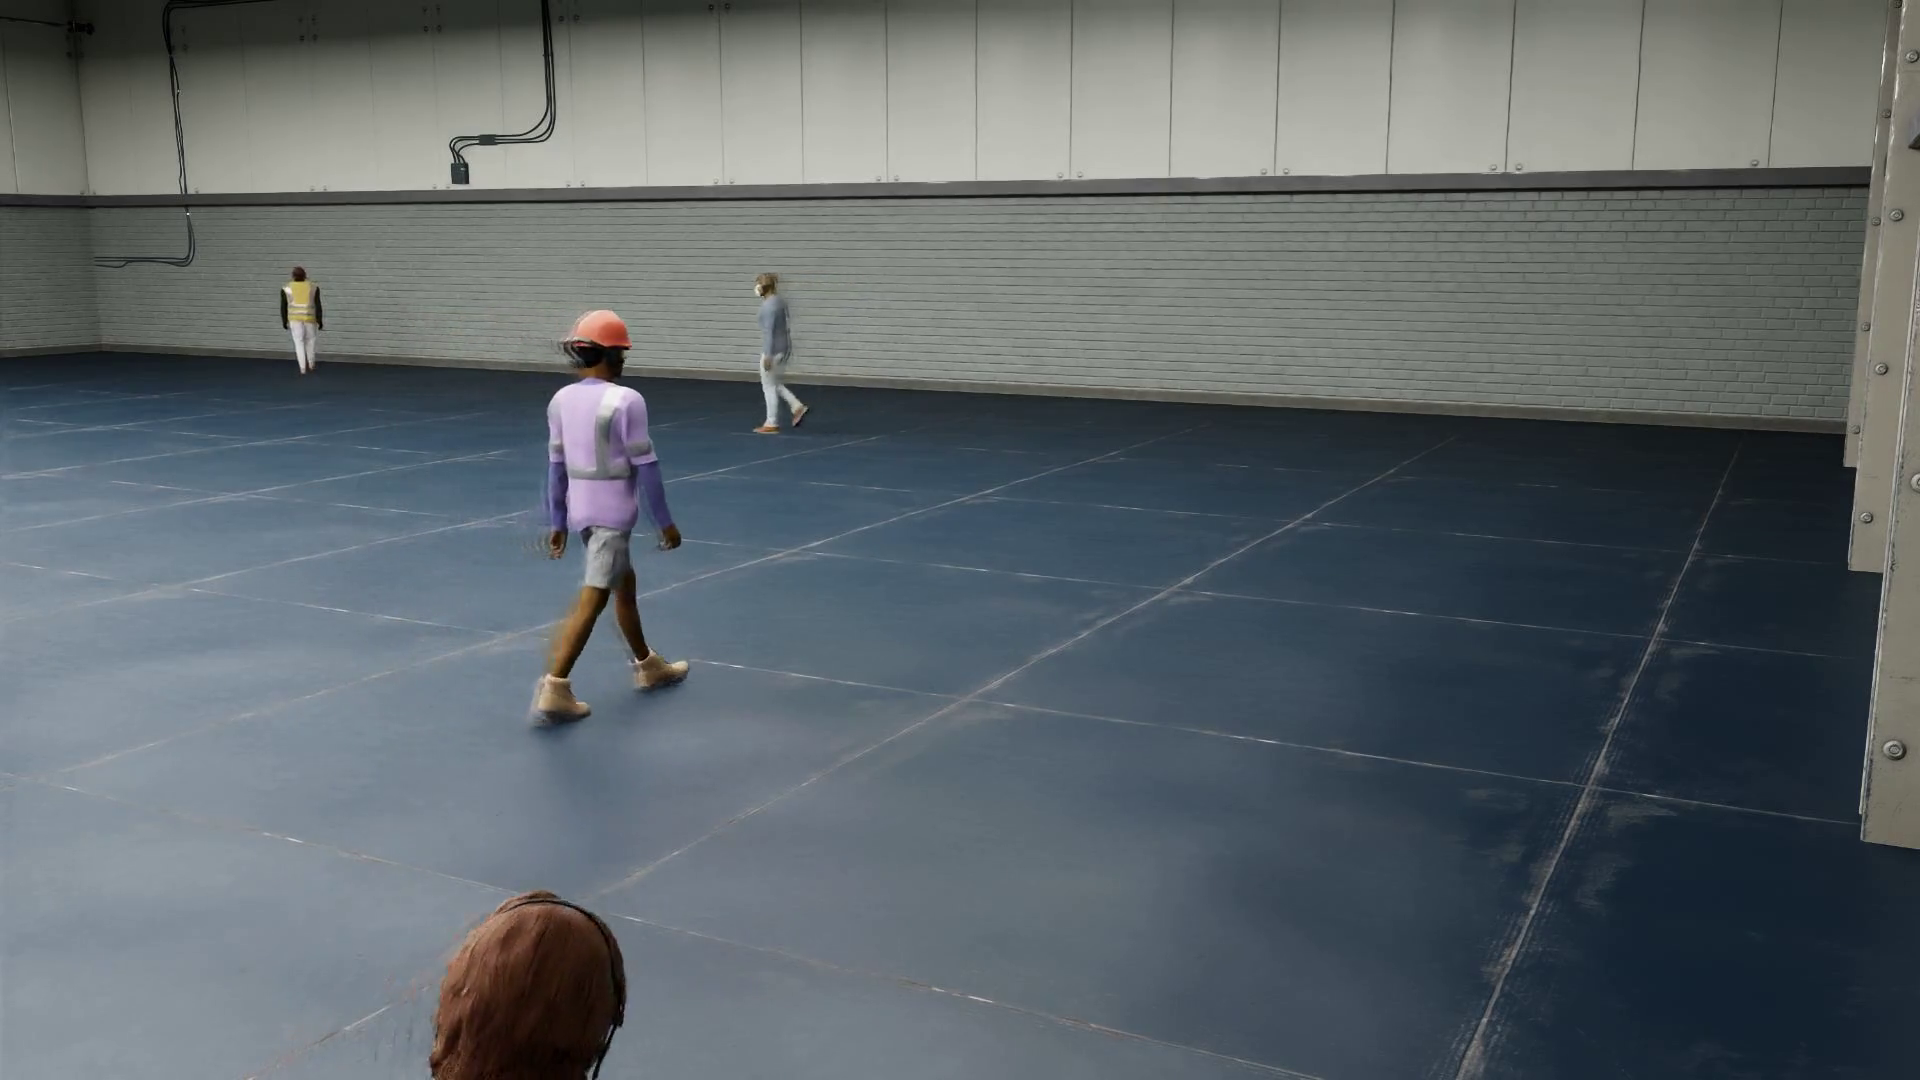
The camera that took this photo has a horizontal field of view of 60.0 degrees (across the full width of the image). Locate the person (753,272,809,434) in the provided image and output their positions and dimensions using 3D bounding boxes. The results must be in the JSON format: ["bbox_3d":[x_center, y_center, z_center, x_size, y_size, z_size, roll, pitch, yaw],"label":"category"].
[{"bbox_3d":[-2.155,-2.203,19.712,0.553,1.923,0.626,1,10,3],"label":"person"}]

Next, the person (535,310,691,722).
[{"bbox_3d":[-1.760,-0.129,8.220,0.614,1.995,1.067,9,14,40],"label":"person"}]

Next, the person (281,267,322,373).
[{"bbox_3d":[-11.341,-3.787,28.658,0.657,1.791,0.941,-4,11,-22],"label":"person"}]

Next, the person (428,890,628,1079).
[{"bbox_3d":[-0.523,1.215,1.892,0.348,1.607,0.642,8,13,38],"label":"person"}]
